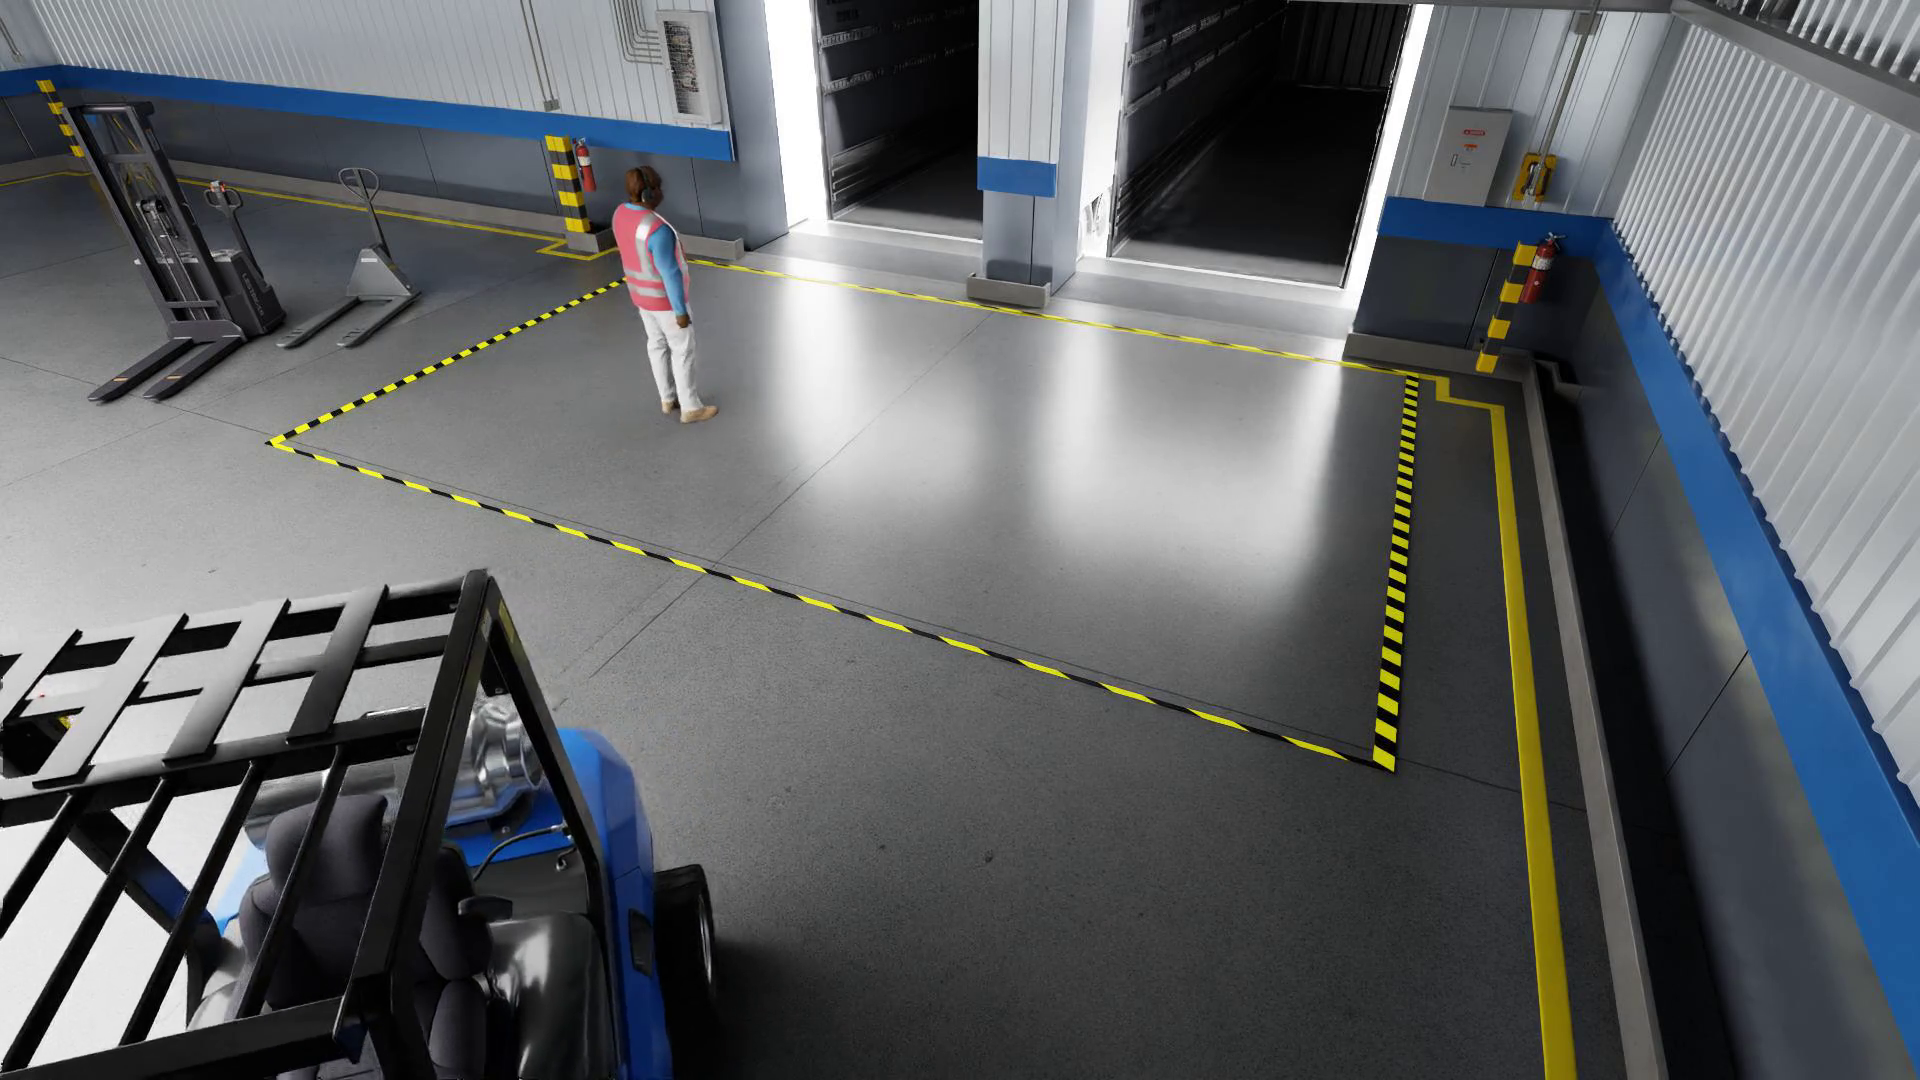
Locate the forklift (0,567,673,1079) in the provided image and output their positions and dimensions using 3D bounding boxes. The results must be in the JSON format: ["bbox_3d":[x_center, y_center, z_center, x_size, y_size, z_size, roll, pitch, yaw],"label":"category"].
[{"bbox_3d":[-1.327,1.251,1.920,1.157,2.036,2.680,-9,36,-12],"label":"forklift"}]

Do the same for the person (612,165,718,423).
[{"bbox_3d":[-2.158,-1.747,6.655,0.642,1.840,0.429,28,43,34],"label":"person"}]

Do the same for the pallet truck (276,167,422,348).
[{"bbox_3d":[-5.732,-2.611,8.414,0.680,1.201,1.601,-1,35,-1],"label":"pallet truck"}]

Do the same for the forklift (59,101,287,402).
[{"bbox_3d":[-6.686,-2.387,7.434,0.823,1.965,1.885,-3,35,-5],"label":"forklift"}]
